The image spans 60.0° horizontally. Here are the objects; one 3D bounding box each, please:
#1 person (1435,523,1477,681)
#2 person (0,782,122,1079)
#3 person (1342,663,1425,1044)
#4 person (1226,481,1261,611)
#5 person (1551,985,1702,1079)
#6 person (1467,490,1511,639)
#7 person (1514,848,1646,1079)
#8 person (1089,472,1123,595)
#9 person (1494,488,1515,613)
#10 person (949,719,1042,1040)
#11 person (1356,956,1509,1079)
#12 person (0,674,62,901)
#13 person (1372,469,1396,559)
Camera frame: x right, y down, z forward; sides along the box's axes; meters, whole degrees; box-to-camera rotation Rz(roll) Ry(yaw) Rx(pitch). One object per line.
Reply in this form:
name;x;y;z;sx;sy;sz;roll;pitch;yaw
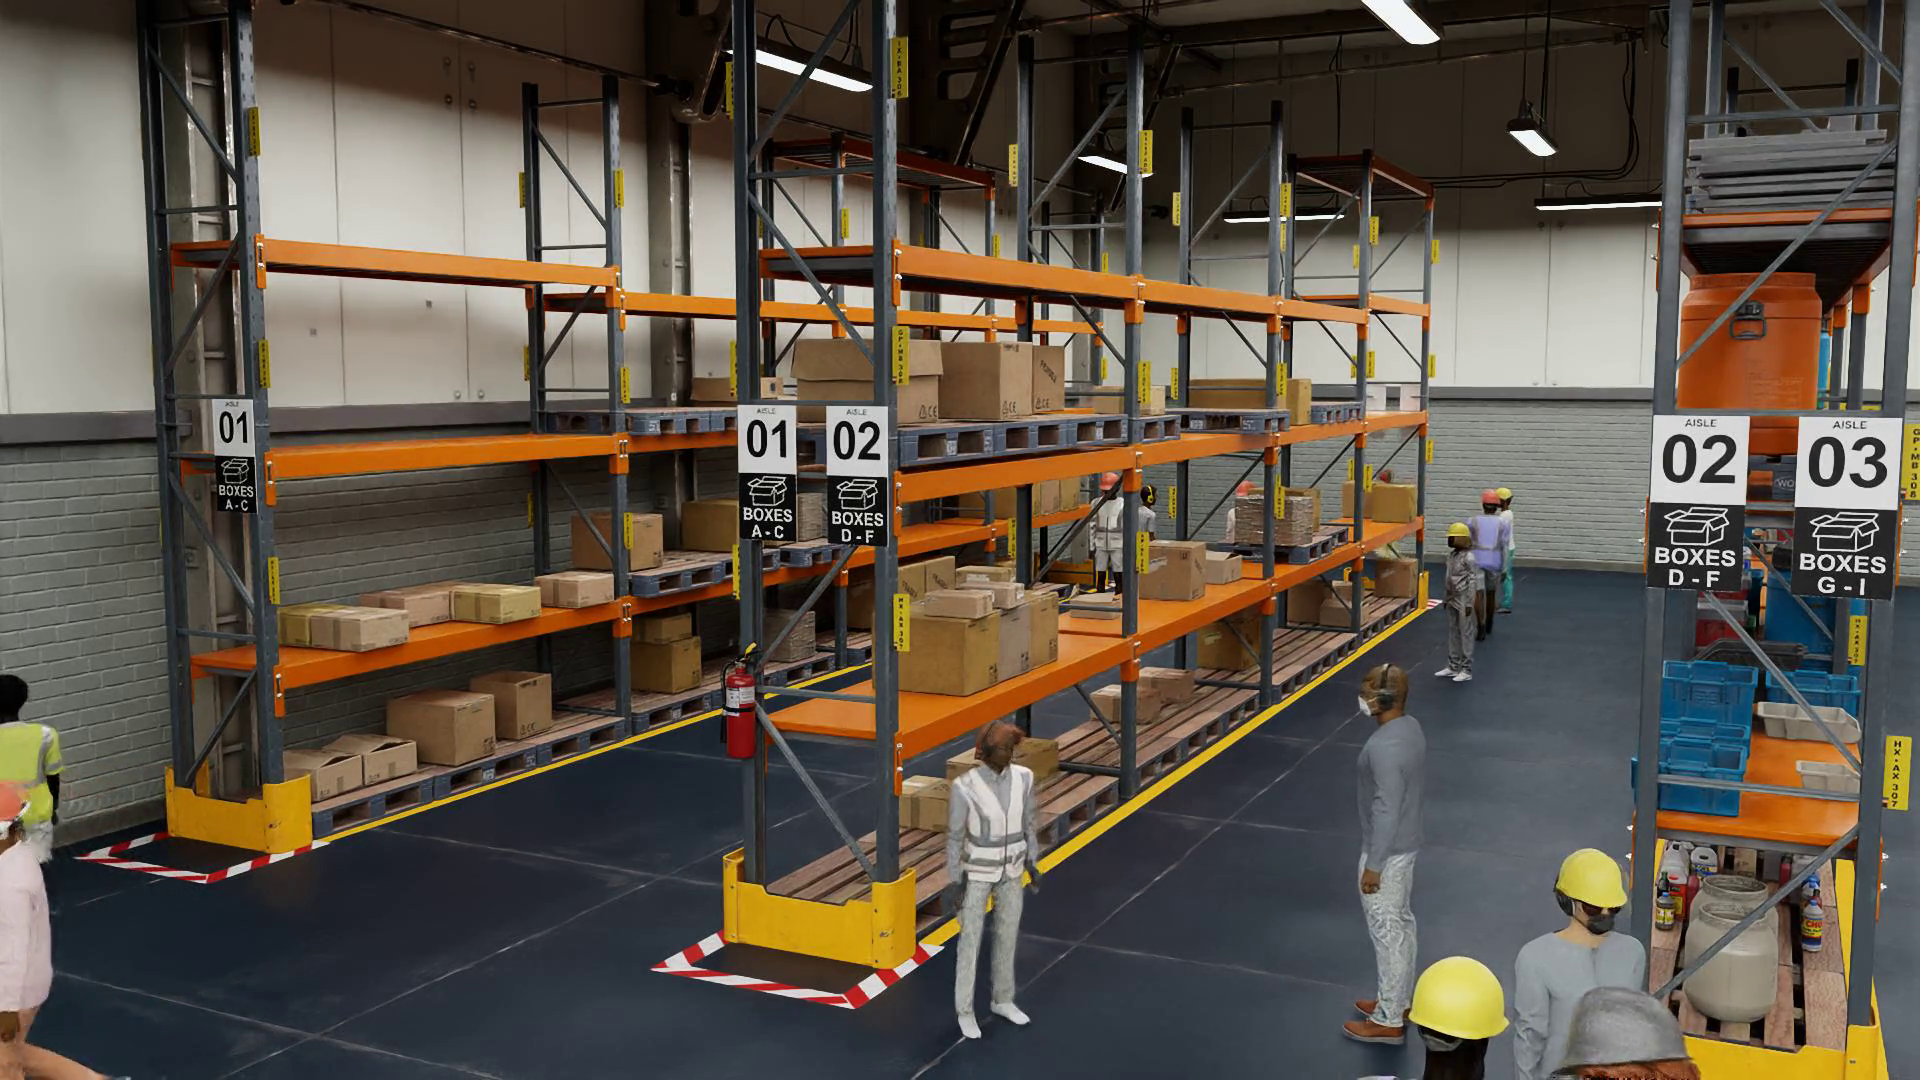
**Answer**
person;5.484;0.678;18.325;0.308;1.744;0.485;-2;6;-16
person;-3.937;1.848;7.033;0.584;1.731;0.564;-4;7;-32
person;2.183;1.590;8.522;0.359;1.937;0.635;3;7;26
person;3.700;0.224;21.571;0.613;1.986;0.401;5;8;40
person;1.600;2.021;3.838;0.541;2.000;0.727;-1;6;-13
person;6.718;0.311;21.232;0.563;1.894;0.987;2;6;15
person;2.185;1.949;5.857;0.522;1.769;0.310;-2;6;-17
person;2.036;0.096;22.595;0.605;2.034;0.389;2;6;20
person;7.630;0.147;23.383;0.330;1.767;0.528;3;6;24
person;0.168;1.730;8.609;0.527;1.639;0.317;-4;7;-33
person;1.251;2.027;4.323;0.594;1.924;0.384;5;7;38
person;-5.469;1.607;9.599;0.457;1.685;0.553;4;7;36
person;6.831;-0.214;26.595;0.443;1.833;0.570;5;7;38
